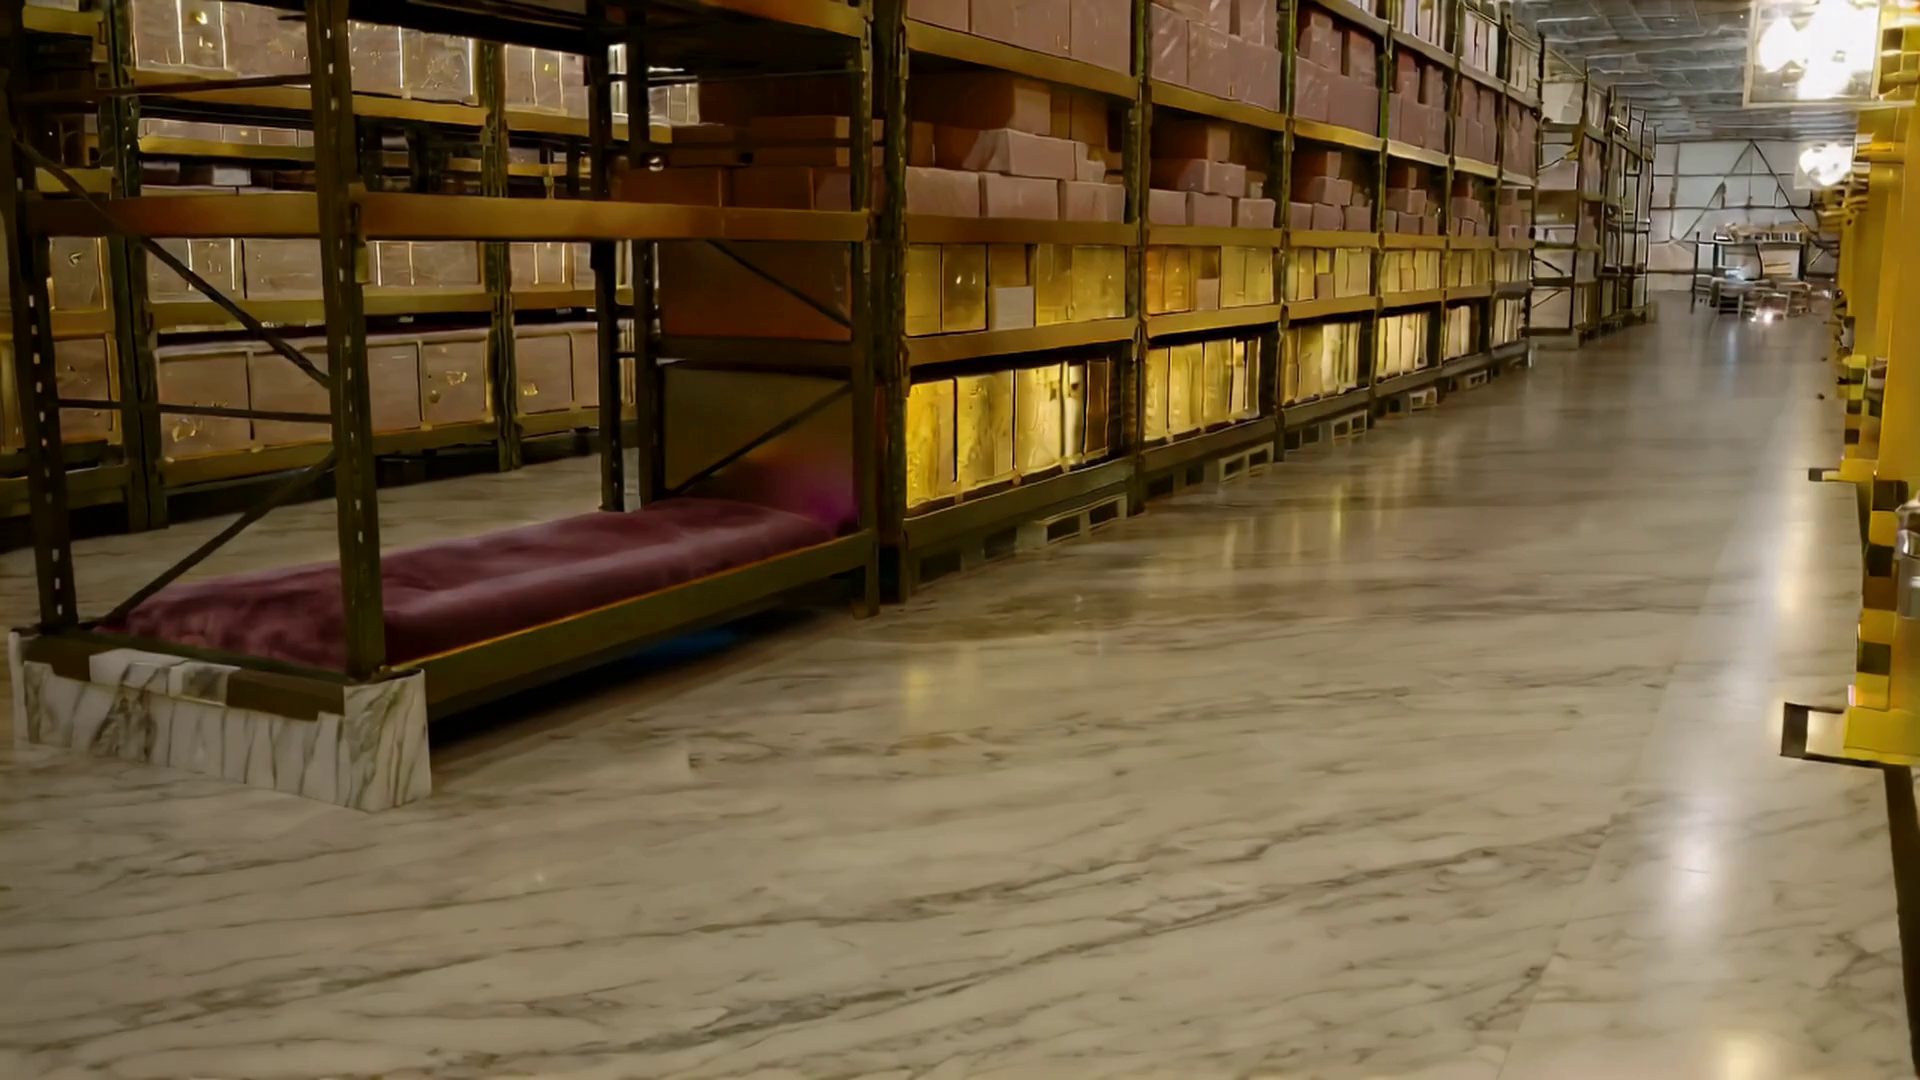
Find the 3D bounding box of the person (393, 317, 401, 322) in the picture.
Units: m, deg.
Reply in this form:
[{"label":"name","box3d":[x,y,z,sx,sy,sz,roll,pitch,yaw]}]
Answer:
[{"label":"person","box3d":[-10.480,-3.922,30.679,0.318,1.630,0.513,-4,11,-24]}]

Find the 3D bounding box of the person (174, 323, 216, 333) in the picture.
[{"label":"person","box3d":[-8.458,-1.847,18.207,0.592,1.782,0.923,7,12,34]}]
